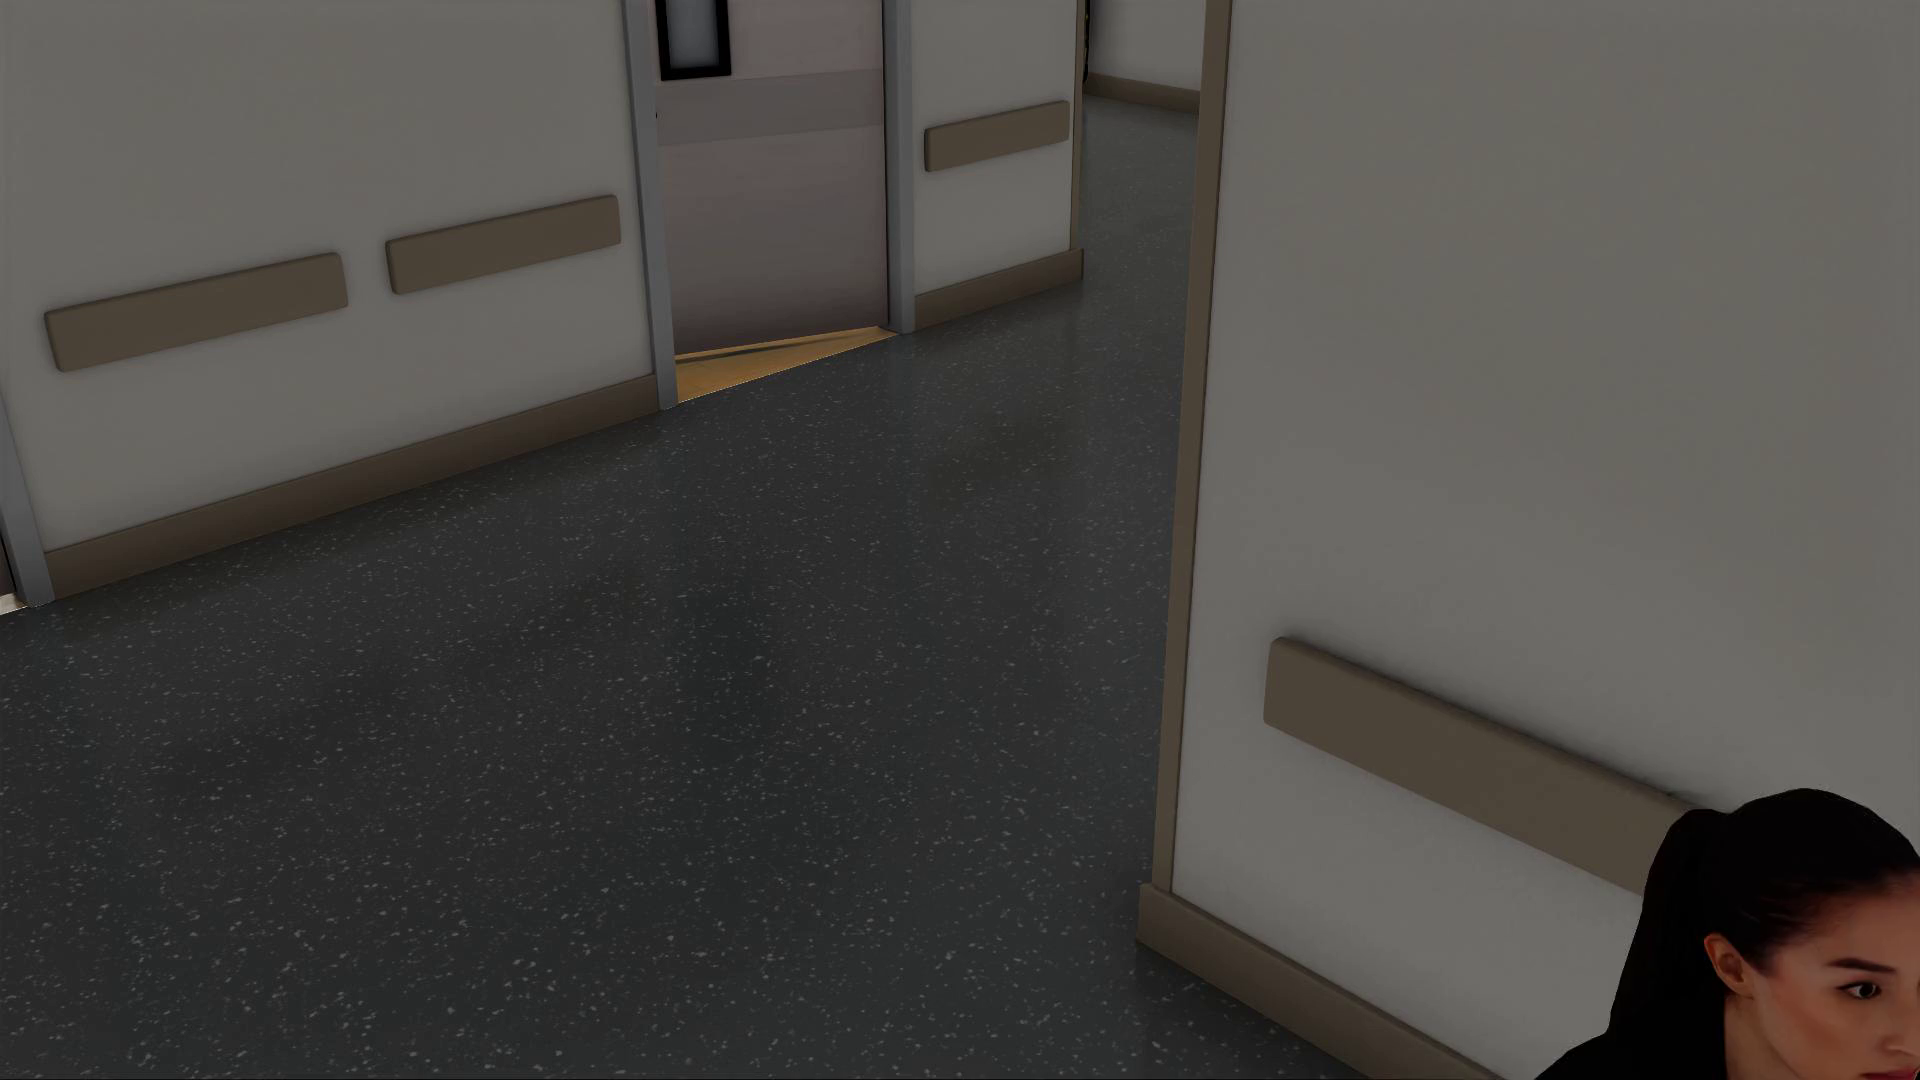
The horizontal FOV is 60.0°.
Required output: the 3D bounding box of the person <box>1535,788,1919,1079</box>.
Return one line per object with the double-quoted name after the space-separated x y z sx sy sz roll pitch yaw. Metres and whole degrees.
0.702 0.938 1.818 1.082 1.617 0.964 -8 27 -17 "person"
